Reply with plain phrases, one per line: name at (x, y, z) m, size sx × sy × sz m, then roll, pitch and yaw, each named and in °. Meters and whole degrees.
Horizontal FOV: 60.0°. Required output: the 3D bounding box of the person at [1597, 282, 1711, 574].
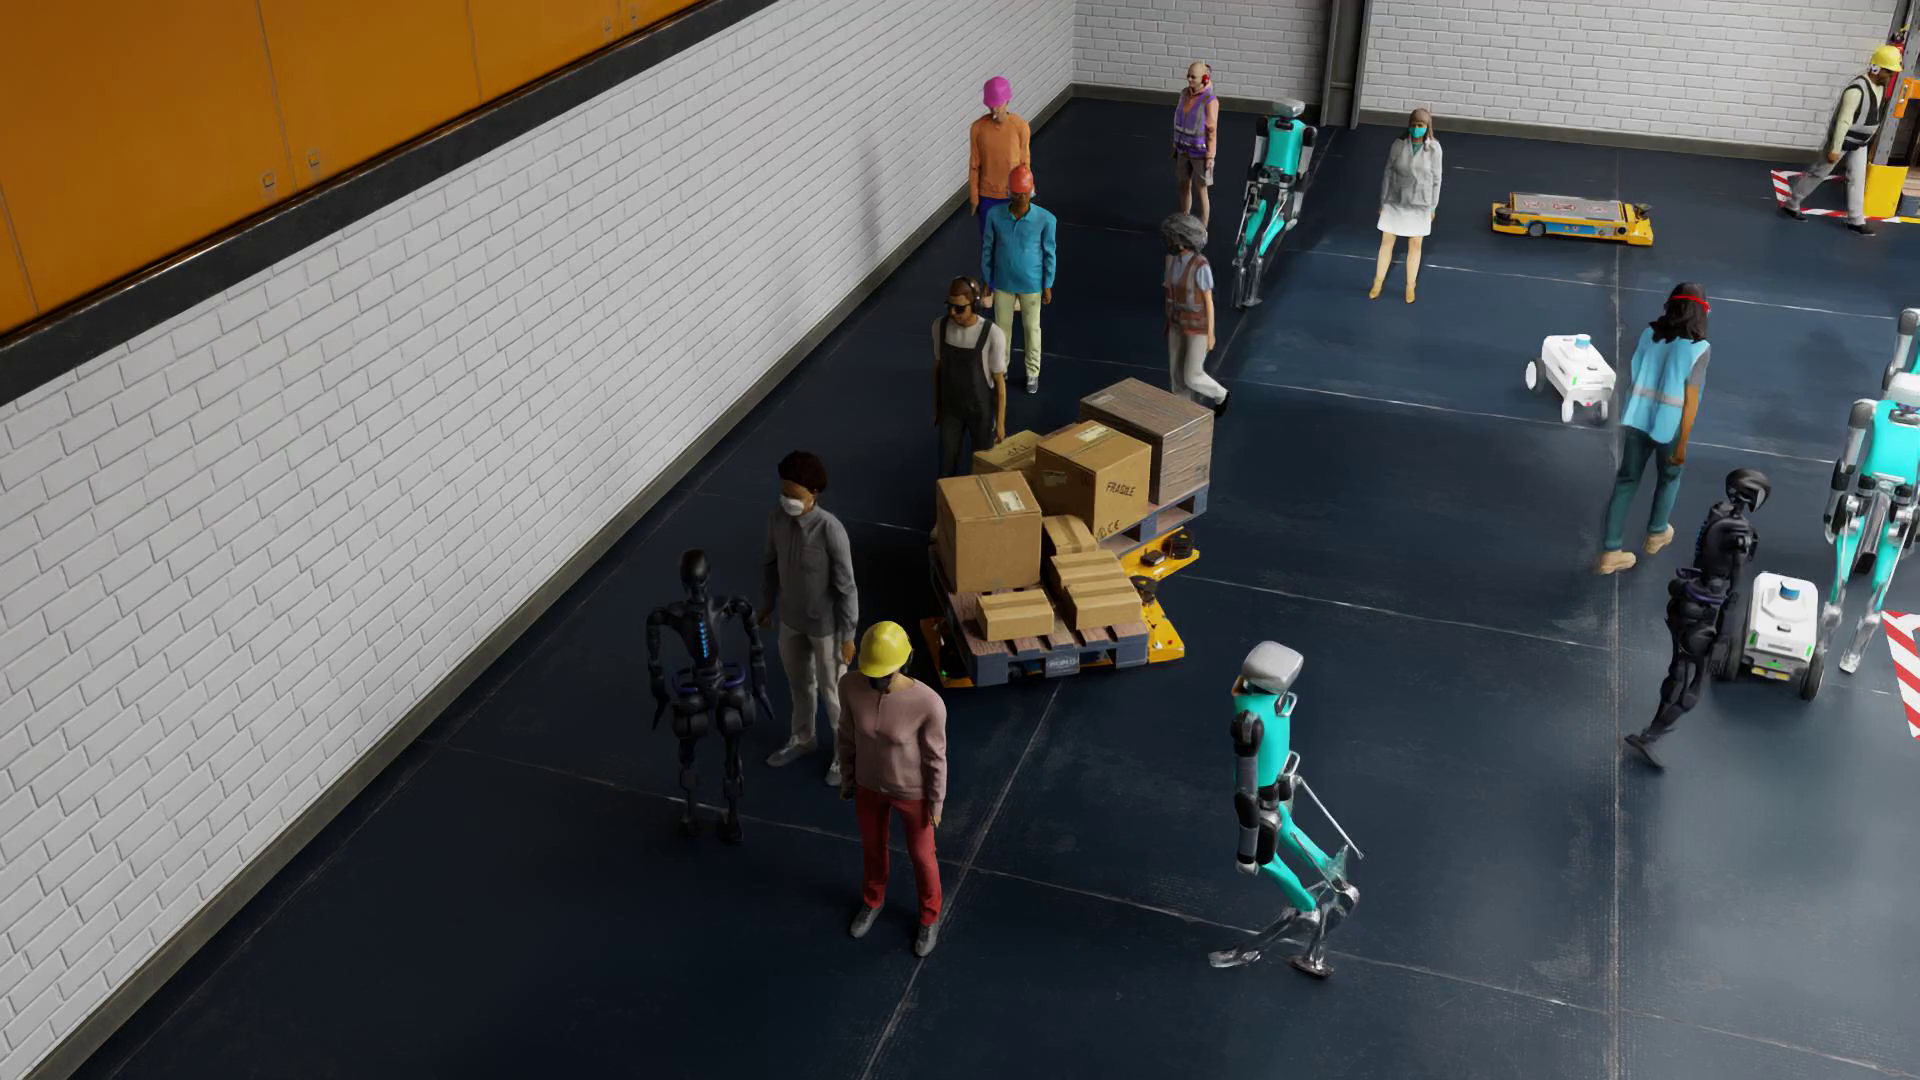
person at (4.327, -0.697, 10.283) m, size 0.866 × 1.809 × 0.535 m, roll -22°, pitch 37°, yaw -33°

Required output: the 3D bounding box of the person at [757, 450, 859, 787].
person at (-0.752, 0.380, 8.380) m, size 0.608 × 1.900 × 0.380 m, roll 21°, pitch 36°, yaw 31°

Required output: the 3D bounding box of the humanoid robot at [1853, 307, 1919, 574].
humanoid robot at (5.873, -0.625, 10.263) m, size 0.552 × 1.766 × 0.956 m, roll 19°, pitch 35°, yaw 29°

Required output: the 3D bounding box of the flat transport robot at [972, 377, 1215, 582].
flat transport robot at (0.794, -0.091, 10.781) m, size 0.659 × 0.231 × 1.431 m, roll -26°, pitch 39°, yaw -37°

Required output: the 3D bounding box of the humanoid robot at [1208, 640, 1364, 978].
humanoid robot at (1.473, 1.248, 7.069) m, size 0.735 × 1.767 × 0.560 m, roll 13°, pitch 33°, yaw 21°

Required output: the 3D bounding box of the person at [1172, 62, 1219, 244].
person at (2.151, -3.539, 15.247) m, size 0.349 × 1.687 × 0.494 m, roll -21°, pitch 36°, yaw -31°

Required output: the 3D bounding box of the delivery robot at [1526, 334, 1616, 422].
delivery robot at (4.618, -1.255, 12.495) m, size 0.499 × 0.612 × 0.801 m, roll -1°, pitch 30°, yaw -1°

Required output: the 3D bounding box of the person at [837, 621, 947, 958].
person at (-0.303, 1.092, 7.301) m, size 0.520 × 1.758 × 0.347 m, roll 12°, pitch 33°, yaw 20°

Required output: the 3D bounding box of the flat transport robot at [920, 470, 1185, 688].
flat transport robot at (0.530, 0.533, 9.719) m, size 1.431 × 0.231 × 0.659 m, roll -7°, pitch 31°, yaw -11°

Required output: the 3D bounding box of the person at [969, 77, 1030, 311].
person at (0.325, -2.878, 13.850) m, size 0.515 × 1.972 × 0.404 m, roll 4°, pitch 31°, yaw 7°

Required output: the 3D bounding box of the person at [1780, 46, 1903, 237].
person at (8.297, -3.771, 15.573) m, size 0.613 × 1.765 × 0.894 m, roll -18°, pitch 35°, yaw -28°

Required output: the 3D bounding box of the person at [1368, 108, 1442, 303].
person at (3.779, -2.812, 14.033) m, size 0.484 × 1.659 × 0.343 m, roll 11°, pitch 32°, yaw 18°

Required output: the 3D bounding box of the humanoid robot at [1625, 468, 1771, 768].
humanoid robot at (3.781, 0.379, 8.599) m, size 0.461 × 1.647 × 0.607 m, roll 3°, pitch 31°, yaw 5°

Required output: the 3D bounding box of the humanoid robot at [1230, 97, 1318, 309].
humanoid robot at (2.512, -2.693, 13.791) m, size 0.545 × 1.810 × 0.827 m, roll 20°, pitch 36°, yaw 30°

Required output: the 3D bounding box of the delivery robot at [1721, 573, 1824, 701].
delivery robot at (4.664, 0.503, 9.469) m, size 0.499 × 0.577 × 0.769 m, roll 13°, pitch 33°, yaw 21°

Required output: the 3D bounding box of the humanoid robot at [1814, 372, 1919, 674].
humanoid robot at (5.027, -0.007, 9.182) m, size 0.545 × 1.787 × 0.668 m, roll 15°, pitch 34°, yaw 24°

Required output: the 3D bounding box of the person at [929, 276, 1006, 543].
person at (0.048, -0.796, 10.438) m, size 0.523 × 1.834 × 0.374 m, roll 13°, pitch 33°, yaw 20°

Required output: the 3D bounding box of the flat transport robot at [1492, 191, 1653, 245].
flat transport robot at (5.821, -3.061, 15.833) m, size 1.431 × 0.231 × 0.659 m, roll 8°, pitch 31°, yaw 13°

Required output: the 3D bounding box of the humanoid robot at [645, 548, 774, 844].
humanoid robot at (-1.186, 0.752, 7.951) m, size 0.584 × 1.649 × 0.340 m, roll -7°, pitch 31°, yaw -11°

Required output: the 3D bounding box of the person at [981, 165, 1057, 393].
person at (0.430, -1.955, 12.479) m, size 0.571 × 1.755 × 0.320 m, roll 8°, pitch 31°, yaw 14°

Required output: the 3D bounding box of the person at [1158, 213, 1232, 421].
person at (1.655, -1.526, 11.834) m, size 0.538 × 1.662 × 0.487 m, roll -20°, pitch 36°, yaw -31°
